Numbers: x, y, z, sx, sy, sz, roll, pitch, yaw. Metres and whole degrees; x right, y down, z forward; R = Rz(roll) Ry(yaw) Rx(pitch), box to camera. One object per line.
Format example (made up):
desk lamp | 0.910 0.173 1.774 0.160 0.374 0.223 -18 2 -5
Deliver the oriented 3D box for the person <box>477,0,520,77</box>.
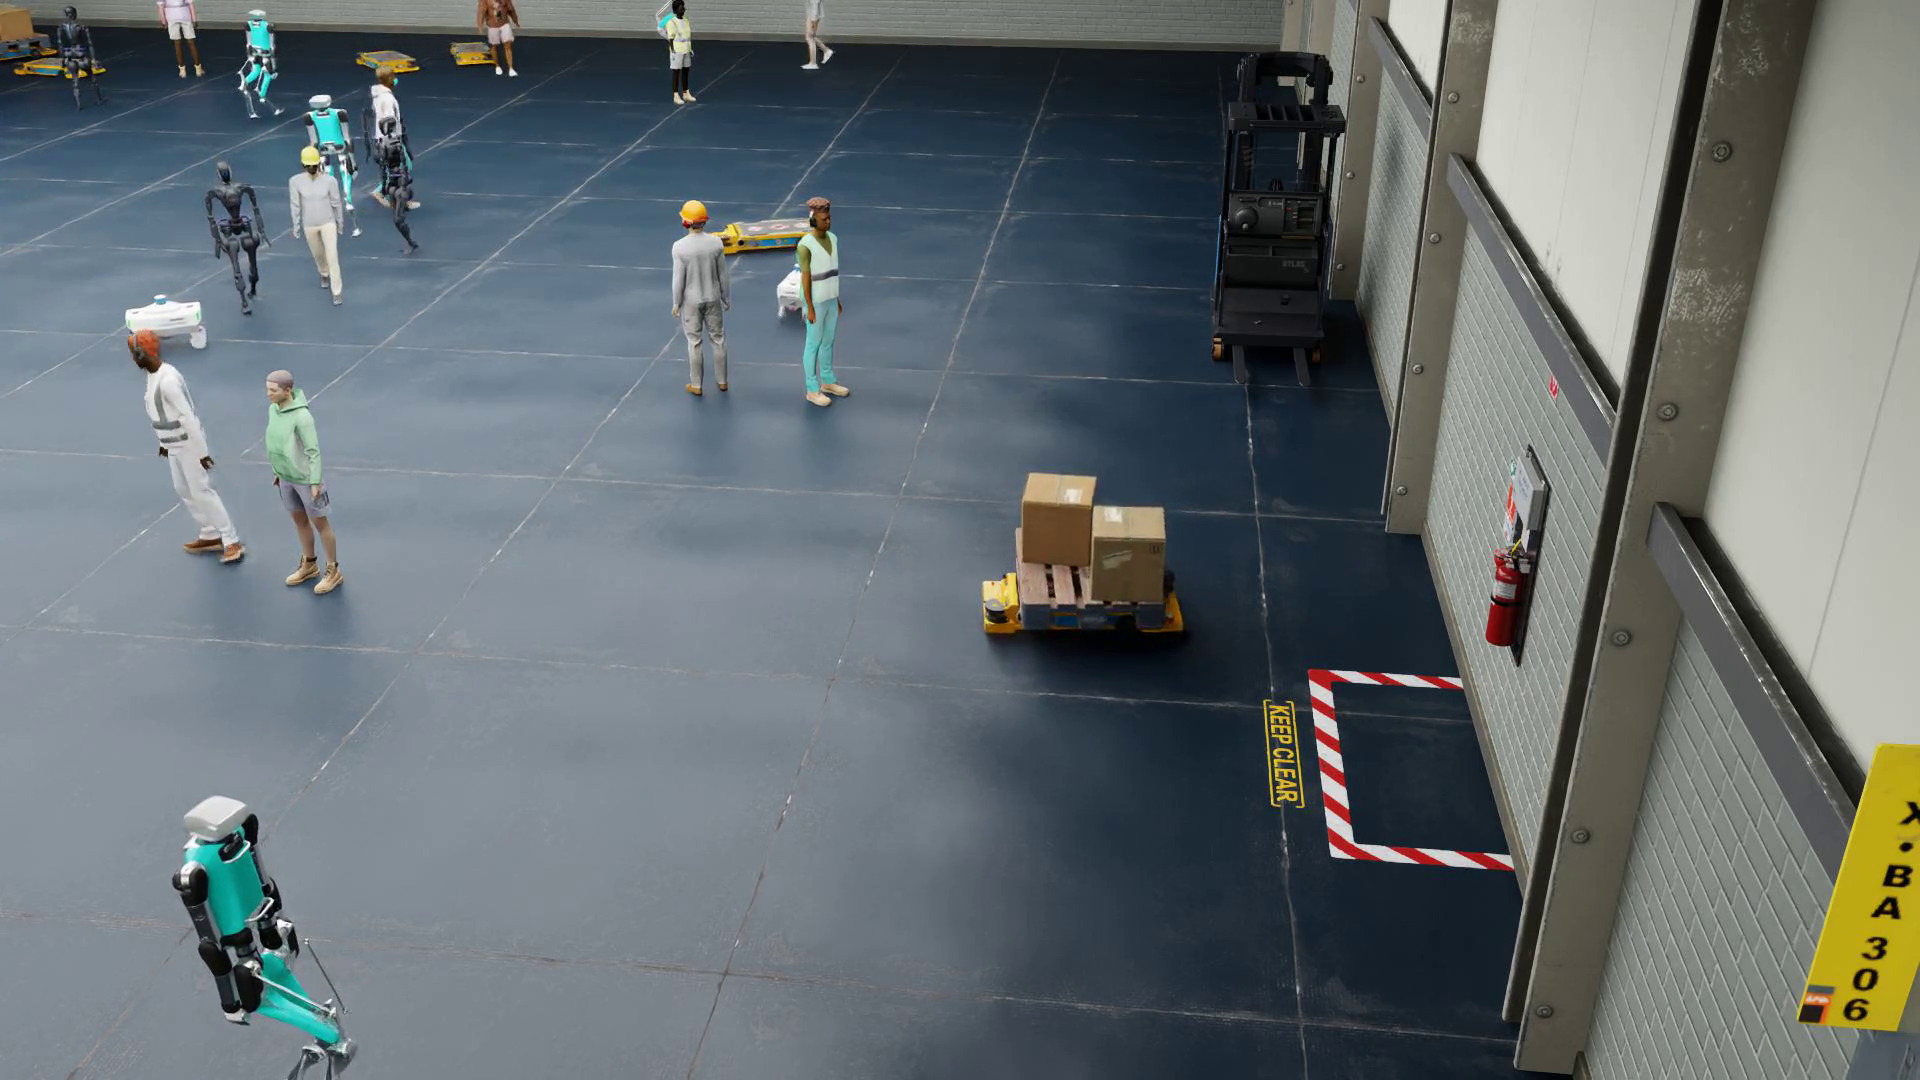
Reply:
person | -8.272 -9.258 29.899 0.794 1.804 0.921 -14 30 -26

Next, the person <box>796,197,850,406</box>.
person | -1.318 -2.275 15.776 0.404 1.978 0.486 16 31 29

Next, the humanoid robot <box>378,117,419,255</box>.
humanoid robot | -6.822 -4.299 20.143 0.601 1.646 0.356 22 34 37

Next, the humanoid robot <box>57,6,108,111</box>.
humanoid robot | -14.632 -8.009 27.595 0.596 1.624 0.755 -1 27 -1

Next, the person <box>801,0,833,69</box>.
person | -2.673 -9.607 30.543 0.493 1.859 0.528 -1 27 -2

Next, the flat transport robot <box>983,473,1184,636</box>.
flat transport robot | 0.893 0.450 12.241 1.431 0.231 0.659 0 27 0

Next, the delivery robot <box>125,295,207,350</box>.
delivery robot | -8.284 -2.234 17.299 0.811 0.613 0.499 -10 28 -20

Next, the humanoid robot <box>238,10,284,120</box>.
humanoid robot | -11.236 -7.509 26.542 0.558 1.756 1.043 7 27 13

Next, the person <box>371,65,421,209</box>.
person | -7.482 -5.240 21.775 0.518 1.902 0.508 -14 30 -25

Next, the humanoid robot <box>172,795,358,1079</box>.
humanoid robot | -3.023 1.982 7.580 0.802 1.802 0.544 3 27 7

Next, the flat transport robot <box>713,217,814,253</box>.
flat transport robot | -2.321 -3.788 20.700 1.431 0.231 0.659 -6 27 -12

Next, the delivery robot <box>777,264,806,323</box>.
delivery robot | -1.744 -2.746 18.299 0.499 0.592 0.791 6 27 12

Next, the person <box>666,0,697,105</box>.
person | -4.677 -8.199 27.910 0.322 1.696 0.534 18 32 31

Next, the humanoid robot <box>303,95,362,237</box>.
humanoid robot | -7.786 -4.501 20.541 0.574 1.820 0.904 -2 27 -4

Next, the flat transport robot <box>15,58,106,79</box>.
flat transport robot | -16.396 -8.591 30.290 1.431 0.231 0.659 8 28 15

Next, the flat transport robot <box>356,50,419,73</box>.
flat transport robot | -10.612 -8.849 30.805 0.659 0.231 1.431 -19 32 -33

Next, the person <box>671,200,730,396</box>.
person | -2.486 -2.318 15.952 0.583 1.895 0.357 -13 29 -24

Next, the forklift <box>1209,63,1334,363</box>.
forklift | 3.241 -3.477 17.183 1.129 2.768 1.873 3 27 6

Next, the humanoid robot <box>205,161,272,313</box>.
humanoid robot | -7.927 -3.352 18.297 0.596 1.649 0.648 -19 32 -33

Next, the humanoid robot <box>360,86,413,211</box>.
humanoid robot | -7.540 -5.164 21.942 0.615 1.628 0.786 -14 30 -26

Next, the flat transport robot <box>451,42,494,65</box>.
flat transport robot | -9.273 -9.245 31.595 0.659 0.231 1.431 -9 28 -18

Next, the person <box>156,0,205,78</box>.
person | -14.023 -9.357 29.841 0.607 2.044 0.391 -9 28 -18

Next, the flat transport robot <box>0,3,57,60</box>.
flat transport robot | -18.079 -9.285 31.674 0.659 0.231 1.431 20 33 34

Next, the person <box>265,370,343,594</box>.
person | -4.909 -0.447 12.385 0.472 1.743 0.346 14 30 26

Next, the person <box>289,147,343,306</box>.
person | -7.173 -3.569 18.627 0.527 1.728 0.853 -6 27 -11

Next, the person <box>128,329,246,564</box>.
person | -5.949 -0.725 12.818 0.429 1.853 0.720 -20 33 -35

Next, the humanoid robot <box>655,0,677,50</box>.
humanoid robot | -5.554 -10.156 31.625 0.735 1.677 0.533 -5 27 -10
